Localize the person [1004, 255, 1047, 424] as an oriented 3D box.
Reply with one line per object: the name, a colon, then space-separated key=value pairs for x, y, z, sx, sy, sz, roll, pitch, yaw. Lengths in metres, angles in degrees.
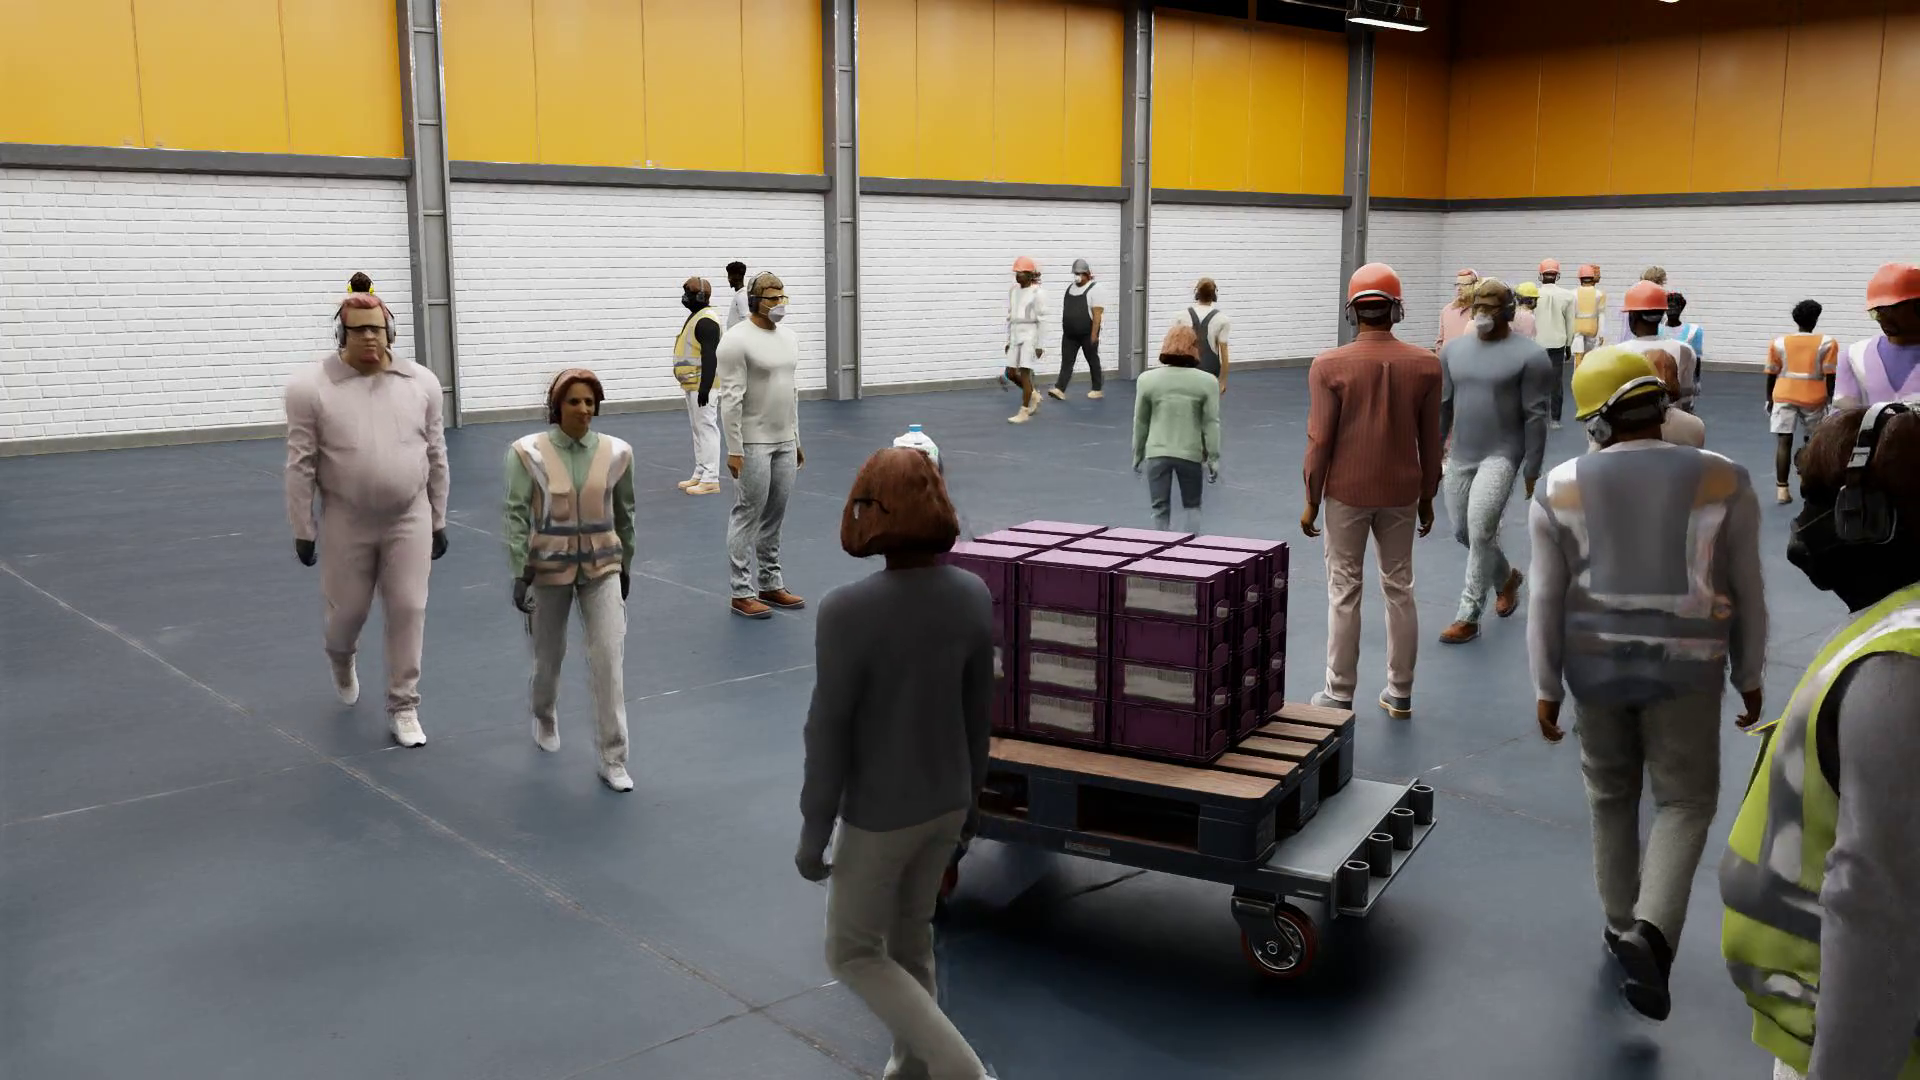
person: x=0.805 y=-2.422 z=20.141 sx=0.552 sy=2.032 sz=0.625 roll=-8 pitch=13 yaw=-39

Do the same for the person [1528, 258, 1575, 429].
person: x=6.886 y=-2.299 z=19.530 sx=0.612 sy=1.996 sz=0.376 roll=1 pitch=10 yaw=8

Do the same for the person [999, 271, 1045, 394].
person: x=0.910 y=-2.995 z=24.115 sx=0.676 sy=1.824 sz=0.577 roll=-3 pitch=10 yaw=-19

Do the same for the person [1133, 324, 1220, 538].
person: x=1.292 y=-0.478 z=9.969 sx=0.514 sy=1.614 sz=0.426 roll=1 pitch=10 yaw=8

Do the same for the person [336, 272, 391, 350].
person: x=-5.787 y=-1.663 z=16.178 sx=0.532 sy=1.869 sz=0.311 roll=-6 pitch=12 yaw=-32

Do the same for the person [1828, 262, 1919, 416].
person: x=4.321 y=-0.275 z=7.708 sx=1.047 sy=1.981 sz=0.630 roll=-8 pitch=13 yaw=-40

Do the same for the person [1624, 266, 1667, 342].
person: x=7.581 y=-2.006 z=18.072 sx=0.896 sy=1.905 sz=0.664 roll=0 pitch=10 yaw=0

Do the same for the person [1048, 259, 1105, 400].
person: x=1.690 y=-2.991 z=23.448 sx=0.702 sy=2.000 sz=1.036 roll=8 pitch=13 yaw=39

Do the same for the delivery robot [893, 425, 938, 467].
delivery robot: x=-0.387 y=-0.759 z=14.455 sx=0.477 sy=0.478 sz=0.707 roll=-1 pitch=10 yaw=-7

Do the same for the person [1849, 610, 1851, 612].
person: x=2.311 y=0.473 z=3.881 sx=0.635 sy=1.793 sz=0.870 roll=-1 pitch=10 yaw=-6

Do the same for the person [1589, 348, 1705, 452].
person: x=3.124 y=-0.074 z=7.638 sx=0.493 sy=1.605 sz=0.697 roll=4 pitch=10 yaw=20

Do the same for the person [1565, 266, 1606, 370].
person: x=9.152 y=-3.068 z=24.402 sx=0.543 sy=1.878 sz=1.019 roll=2 pitch=10 yaw=12

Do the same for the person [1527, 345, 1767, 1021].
person: x=1.835 y=0.377 z=4.497 sx=0.630 sy=1.781 sz=0.756 roll=5 pitch=11 yaw=26

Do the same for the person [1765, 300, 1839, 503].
person: x=6.957 y=-1.150 z=13.757 sx=0.553 sy=1.651 sz=0.864 roll=7 pitch=12 yaw=34

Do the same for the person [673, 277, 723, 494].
person: x=-2.234 y=-1.316 z=14.222 sx=0.429 sy=1.846 sz=0.627 roll=-3 pitch=10 yaw=-19

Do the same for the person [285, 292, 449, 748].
person: x=-2.494 y=-0.103 z=7.028 sx=0.649 sy=1.883 sz=0.749 roll=-5 pitch=11 yaw=-29

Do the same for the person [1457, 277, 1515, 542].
person: x=3.731 y=-0.936 z=11.931 sx=0.374 sy=1.875 sz=0.757 roll=9 pitch=13 yaw=42

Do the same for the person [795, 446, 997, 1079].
person: x=-0.087 y=0.606 z=3.631 sx=0.496 sy=1.615 sz=0.517 roll=9 pitch=13 yaw=42

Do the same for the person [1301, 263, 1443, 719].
person: x=1.783 y=-0.200 z=7.248 sx=0.622 sy=1.990 sz=0.389 roll=-1 pitch=10 yaw=-8

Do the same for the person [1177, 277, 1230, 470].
person: x=2.254 y=-1.549 z=15.629 sx=0.542 sy=1.832 sz=0.572 roll=3 pitch=10 yaw=17

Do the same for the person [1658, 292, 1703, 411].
person: x=6.660 y=-1.476 z=15.622 sx=0.558 sy=1.672 sz=0.620 roll=4 pitch=11 yaw=24

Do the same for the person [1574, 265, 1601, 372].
person: x=9.689 y=-3.289 z=25.659 sx=0.355 sy=1.883 sz=0.572 roll=7 pitch=12 yaw=36

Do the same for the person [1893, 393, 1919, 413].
person: x=3.627 y=0.071 z=6.165 sx=0.683 sy=1.832 sz=0.531 roll=-8 pitch=13 yaw=-39

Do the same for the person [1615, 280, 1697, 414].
person: x=3.953 y=-0.552 z=9.652 sx=0.555 sy=1.879 sz=1.038 roll=0 pitch=10 yaw=2

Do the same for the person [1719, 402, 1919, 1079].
person: x=1.344 y=0.712 z=2.450 sx=0.542 sy=1.824 sz=0.659 roll=6 pitch=11 yaw=32

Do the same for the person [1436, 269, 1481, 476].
person: x=4.578 y=-1.497 z=15.096 sx=0.403 sy=1.906 sz=0.651 roll=-8 pitch=13 yaw=-39

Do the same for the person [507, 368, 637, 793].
person: x=-1.523 y=0.119 z=6.521 sx=0.512 sy=1.602 sz=0.822 roll=-4 pitch=10 yaw=-22

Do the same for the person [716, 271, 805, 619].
person: x=-1.107 y=-0.539 z=9.392 sx=0.355 sy=1.937 sz=0.634 roll=6 pitch=11 yaw=32

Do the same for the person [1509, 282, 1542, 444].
person: x=5.843 y=-1.825 z=17.433 sx=0.476 sy=1.751 sz=0.532 roll=-1 pitch=10 yaw=-4

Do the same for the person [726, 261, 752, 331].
person: x=-2.675 y=-2.423 z=20.345 sx=0.362 sy=1.962 sz=0.614 roll=-1 pitch=10 yaw=-7

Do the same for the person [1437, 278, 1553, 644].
person: x=2.836 y=-0.439 z=8.892 sx=0.879 sy=1.914 sz=0.637 roll=-9 pitch=13 yaw=-43
